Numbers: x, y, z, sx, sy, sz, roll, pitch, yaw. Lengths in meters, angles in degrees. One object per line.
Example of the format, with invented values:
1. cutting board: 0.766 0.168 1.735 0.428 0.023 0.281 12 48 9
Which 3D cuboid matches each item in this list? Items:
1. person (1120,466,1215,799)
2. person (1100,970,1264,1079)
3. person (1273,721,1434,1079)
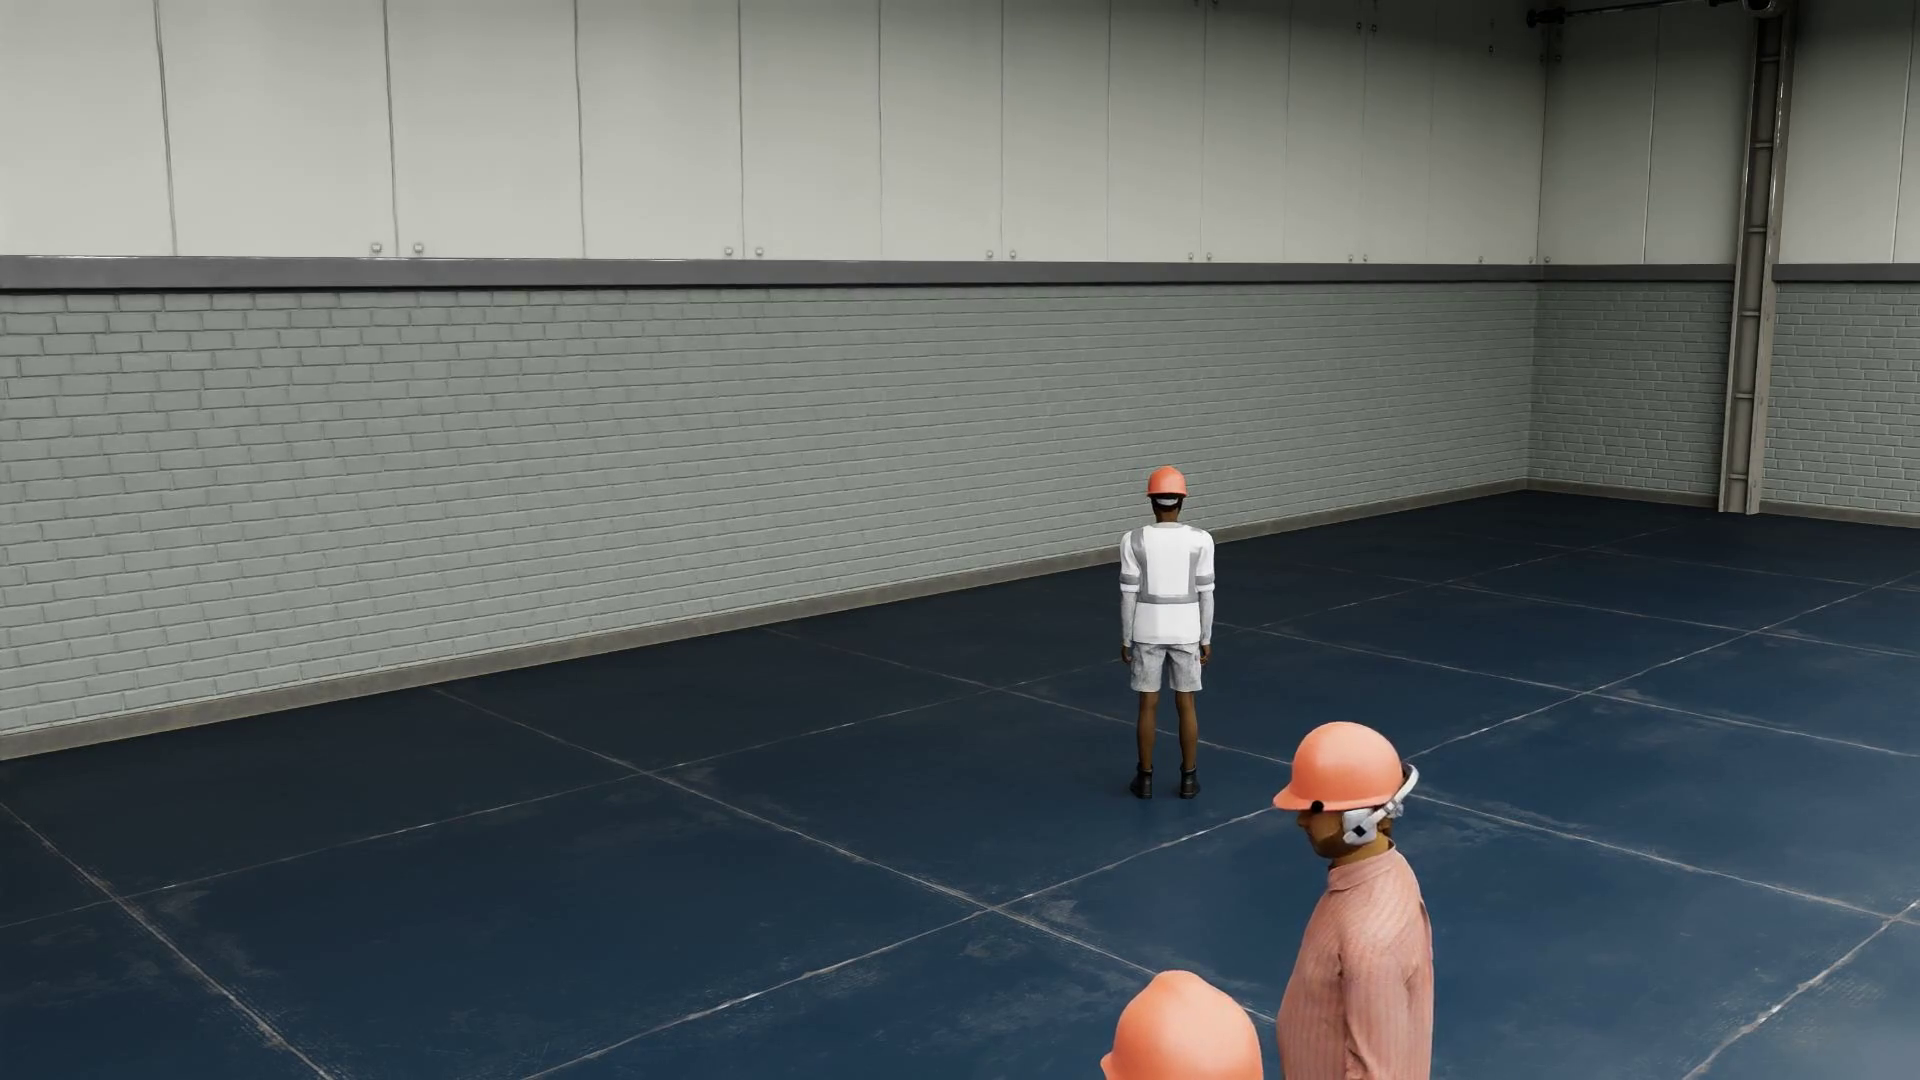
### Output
1. person: 1.184 0.538 9.575 0.542 1.931 0.366 1 9 3
2. person: 0.353 1.641 2.710 0.552 1.935 0.368 -6 11 -34
3. person: 0.929 1.404 4.015 0.385 1.990 0.608 2 9 12
